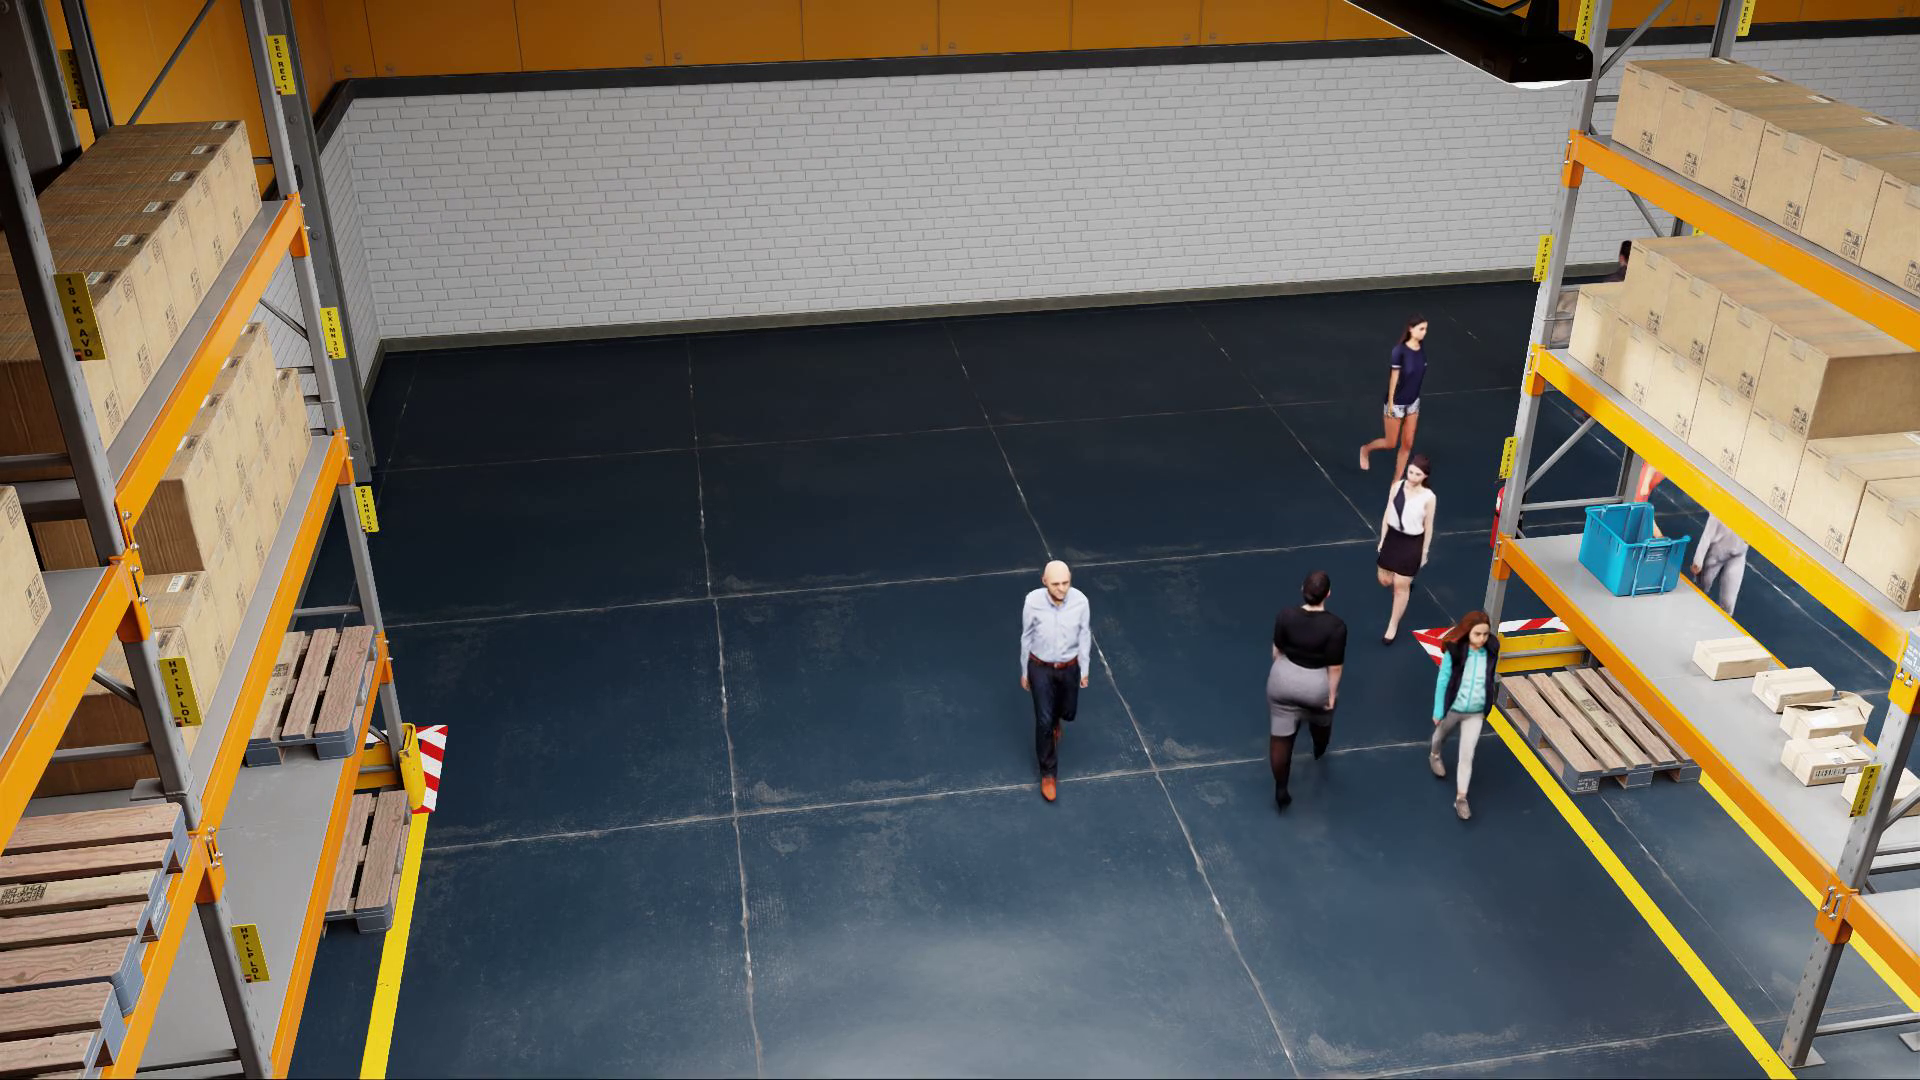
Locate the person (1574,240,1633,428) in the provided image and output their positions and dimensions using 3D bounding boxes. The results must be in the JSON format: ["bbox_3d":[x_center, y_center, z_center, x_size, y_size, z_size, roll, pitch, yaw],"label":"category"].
[{"bbox_3d":[6.613,-2.085,16.794,0.675,1.911,0.546,-5,29,-9],"label":"person"}]

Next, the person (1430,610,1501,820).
[{"bbox_3d":[3.417,1.103,11.415,0.678,1.465,1.026,-1,29,-1],"label":"person"}]

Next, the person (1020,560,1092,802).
[{"bbox_3d":[0.636,0.876,11.512,0.666,1.769,1.037,-3,29,-6],"label":"person"}]

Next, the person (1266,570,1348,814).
[{"bbox_3d":[2.291,1.067,11.217,1.020,1.717,1.183,13,31,22],"label":"person"}]

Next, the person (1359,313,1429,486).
[{"bbox_3d":[4.056,-1.294,15.514,0.757,1.748,0.943,-15,32,-26],"label":"person"}]

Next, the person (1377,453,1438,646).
[{"bbox_3d":[3.548,0.042,13.183,0.831,1.635,0.878,21,35,33],"label":"person"}]
